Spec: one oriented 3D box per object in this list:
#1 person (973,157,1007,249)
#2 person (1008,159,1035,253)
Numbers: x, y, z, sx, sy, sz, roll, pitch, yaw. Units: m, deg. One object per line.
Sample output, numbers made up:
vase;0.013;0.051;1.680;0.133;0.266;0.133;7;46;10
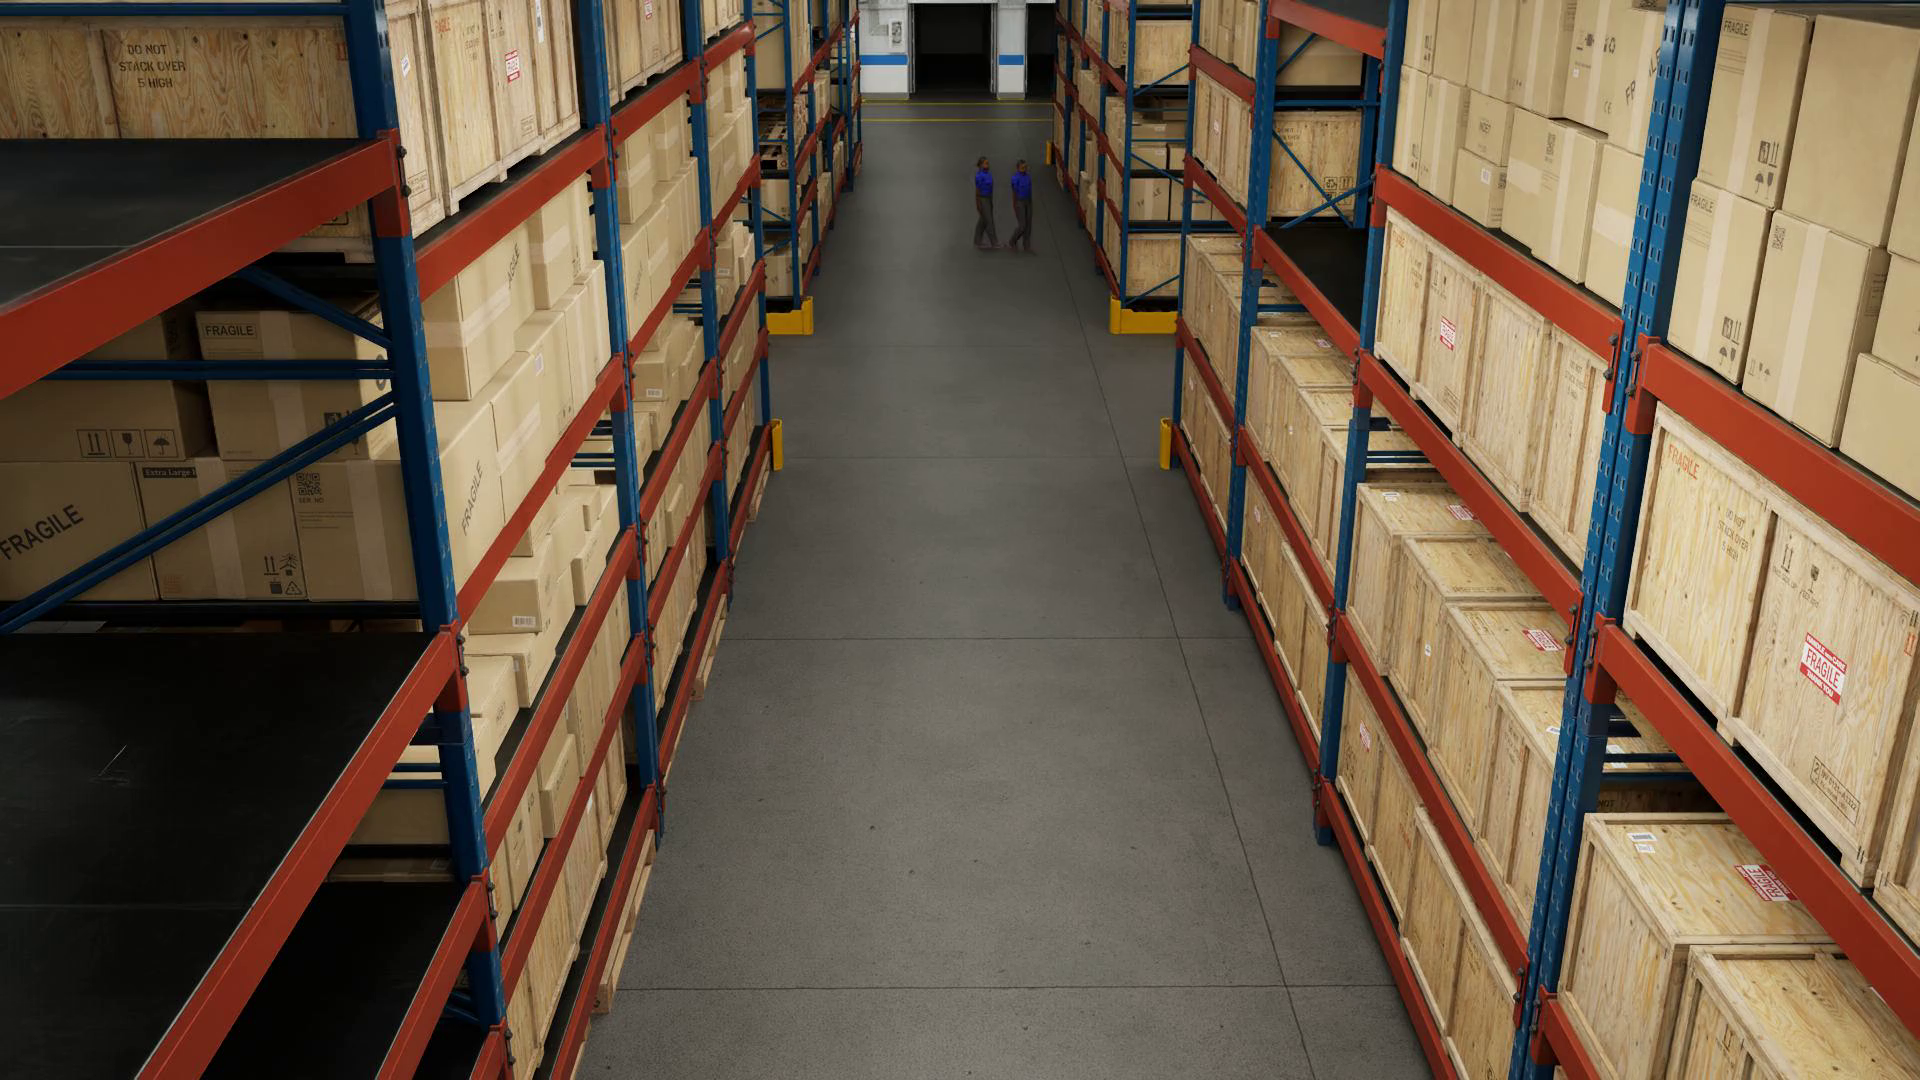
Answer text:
person;0.557;-6.101;30.128;0.716;1.650;0.444;8;23;20
person;1.149;-5.989;29.858;0.472;1.673;0.460;-19;28;-39
